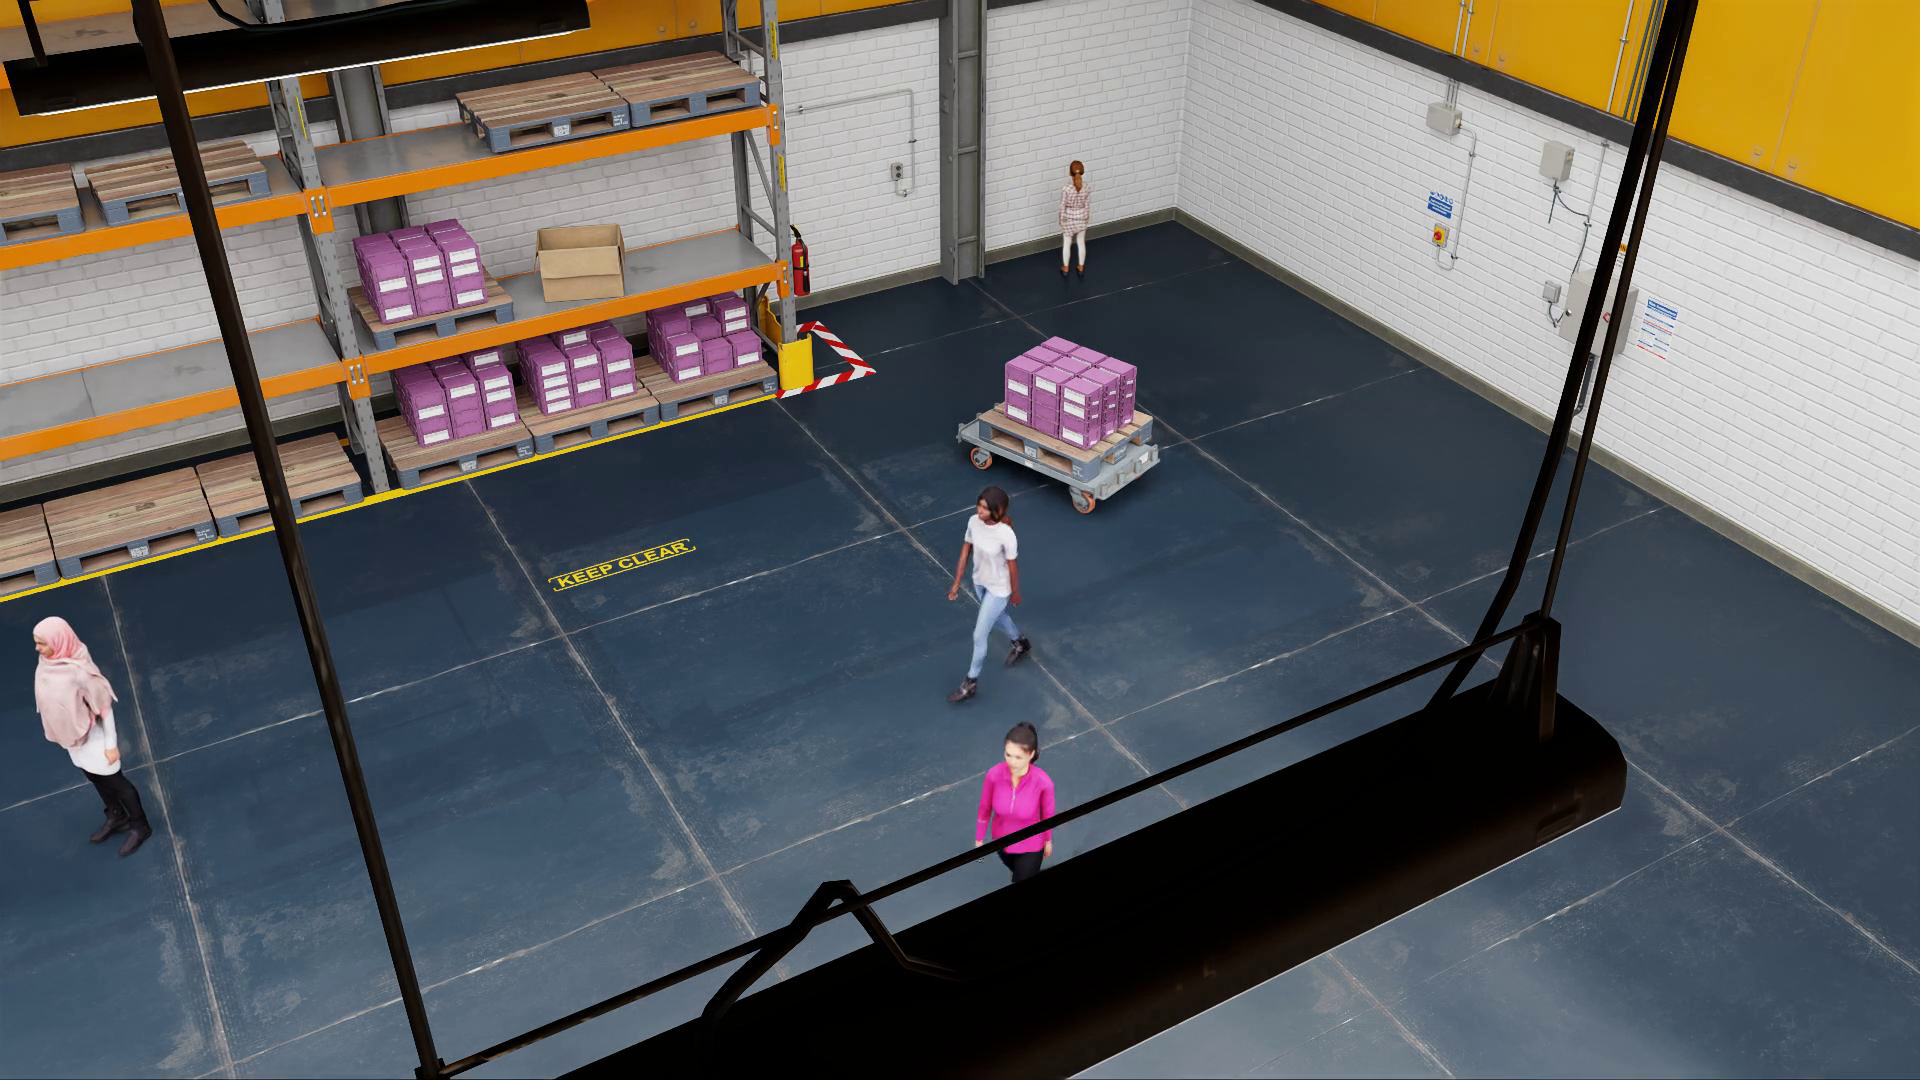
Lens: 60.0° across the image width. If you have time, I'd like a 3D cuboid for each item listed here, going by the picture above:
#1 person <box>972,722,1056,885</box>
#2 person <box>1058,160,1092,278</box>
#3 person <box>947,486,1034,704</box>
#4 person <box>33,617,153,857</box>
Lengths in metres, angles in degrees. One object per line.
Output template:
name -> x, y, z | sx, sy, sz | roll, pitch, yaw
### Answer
person -> 0.367, 1.747, 9.914 | 1.063, 1.654, 1.191 | 12, 35, 17
person -> 1.248, -3.506, 18.129 | 0.526, 1.310, 0.635 | -8, 34, -11
person -> 0.287, 0.326, 12.026 | 1.153, 1.684, 0.717 | -25, 41, -33
person -> -5.526, 1.235, 10.550 | 0.725, 1.803, 0.747 | 17, 37, 23
